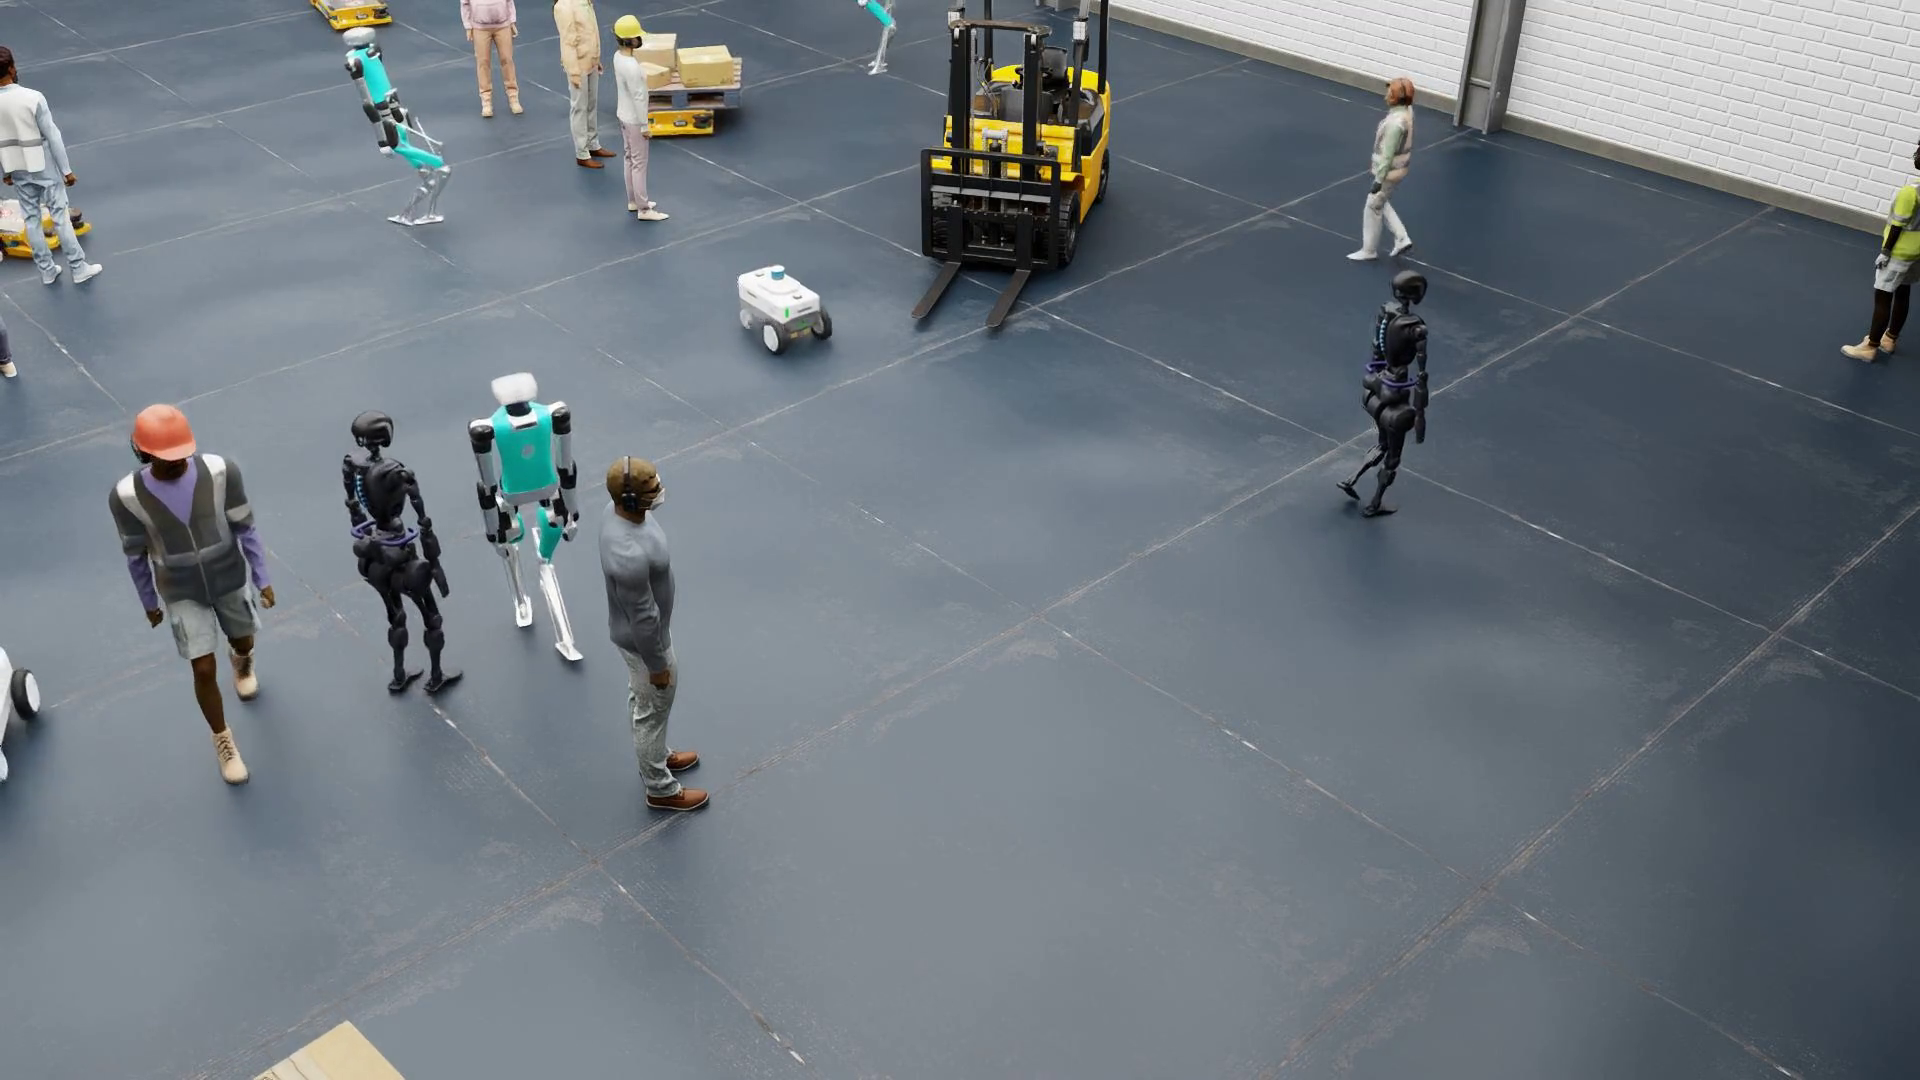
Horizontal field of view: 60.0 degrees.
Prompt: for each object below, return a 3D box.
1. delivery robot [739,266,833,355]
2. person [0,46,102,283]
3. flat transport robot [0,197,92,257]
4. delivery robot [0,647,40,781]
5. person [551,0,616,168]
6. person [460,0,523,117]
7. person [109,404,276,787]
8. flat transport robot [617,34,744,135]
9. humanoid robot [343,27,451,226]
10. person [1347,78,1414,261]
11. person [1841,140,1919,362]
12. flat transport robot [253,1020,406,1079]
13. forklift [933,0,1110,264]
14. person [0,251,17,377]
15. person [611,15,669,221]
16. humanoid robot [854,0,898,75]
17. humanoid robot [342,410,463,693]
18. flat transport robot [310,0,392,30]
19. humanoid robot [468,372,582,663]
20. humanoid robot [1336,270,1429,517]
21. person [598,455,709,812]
[{"bbox_3d":[-1.355,-1.772,12.651,0.499,0.613,0.796,-23,40,-31],"label":"delivery robot"},{"bbox_3d":[-7.368,-2.954,13.203,0.591,1.919,0.392,-1,33,-1],"label":"person"},{"bbox_3d":[-8.324,-2.712,14.342,1.431,0.231,0.659,10,34,15],"label":"flat transport robot"},{"bbox_3d":[-5.112,0.870,8.572,0.499,0.593,0.797,-10,34,-15],"label":"delivery robot"},{"bbox_3d":[-3.541,-4.438,15.525,0.403,1.876,0.553,8,34,11],"label":"person"},{"bbox_3d":[-4.729,-5.184,16.751,0.536,1.780,0.400,-12,35,-17],"label":"person"},{"bbox_3d":[-3.800,0.172,8.328,0.616,2.012,0.881,-19,38,-27],"label":"person"},{"bbox_3d":[-2.824,-4.459,17.027,0.659,0.231,1.431,-2,33,-4],"label":"flat transport robot"},{"bbox_3d":[-4.646,-3.445,14.141,0.846,1.772,0.531,3,33,4],"label":"humanoid robot"},{"bbox_3d":[3.510,-2.997,13.551,0.494,1.602,0.557,13,35,19],"label":"person"},{"bbox_3d":[6.882,-2.119,12.126,0.534,1.693,0.319,-20,38,-28],"label":"person"},{"bbox_3d":[-2.419,2.755,5.939,1.431,0.231,0.659,27,42,35],"label":"flat transport robot"},{"bbox_3d":[0.570,-3.725,14.138,1.214,2.155,2.313,9,34,13],"label":"forklift"},{"bbox_3d":[-7.116,-1.937,11.684,0.408,1.868,0.808,19,38,26],"label":"person"},{"bbox_3d":[-2.801,-3.651,14.412,0.314,1.768,0.524,-15,36,-22],"label":"person"},{"bbox_3d":[-0.938,-5.963,17.996,0.766,1.782,0.549,-7,34,-10],"label":"humanoid robot"},{"bbox_3d":[-2.980,0.082,8.759,0.590,1.652,0.345,15,36,21],"label":"humanoid robot"},{"bbox_3d":[-7.387,-6.464,20.109,0.659,0.231,1.431,-17,37,-25],"label":"flat transport robot"},{"bbox_3d":[-2.407,-0.197,9.147,0.539,1.768,0.929,-17,37,-24],"label":"humanoid robot"},{"bbox_3d":[2.654,-0.887,10.243,0.392,1.642,0.588,-11,35,-17],"label":"humanoid robot"},{"bbox_3d":[-1.486,0.448,7.956,0.373,1.940,0.630,-8,34,-12],"label":"person"}]
